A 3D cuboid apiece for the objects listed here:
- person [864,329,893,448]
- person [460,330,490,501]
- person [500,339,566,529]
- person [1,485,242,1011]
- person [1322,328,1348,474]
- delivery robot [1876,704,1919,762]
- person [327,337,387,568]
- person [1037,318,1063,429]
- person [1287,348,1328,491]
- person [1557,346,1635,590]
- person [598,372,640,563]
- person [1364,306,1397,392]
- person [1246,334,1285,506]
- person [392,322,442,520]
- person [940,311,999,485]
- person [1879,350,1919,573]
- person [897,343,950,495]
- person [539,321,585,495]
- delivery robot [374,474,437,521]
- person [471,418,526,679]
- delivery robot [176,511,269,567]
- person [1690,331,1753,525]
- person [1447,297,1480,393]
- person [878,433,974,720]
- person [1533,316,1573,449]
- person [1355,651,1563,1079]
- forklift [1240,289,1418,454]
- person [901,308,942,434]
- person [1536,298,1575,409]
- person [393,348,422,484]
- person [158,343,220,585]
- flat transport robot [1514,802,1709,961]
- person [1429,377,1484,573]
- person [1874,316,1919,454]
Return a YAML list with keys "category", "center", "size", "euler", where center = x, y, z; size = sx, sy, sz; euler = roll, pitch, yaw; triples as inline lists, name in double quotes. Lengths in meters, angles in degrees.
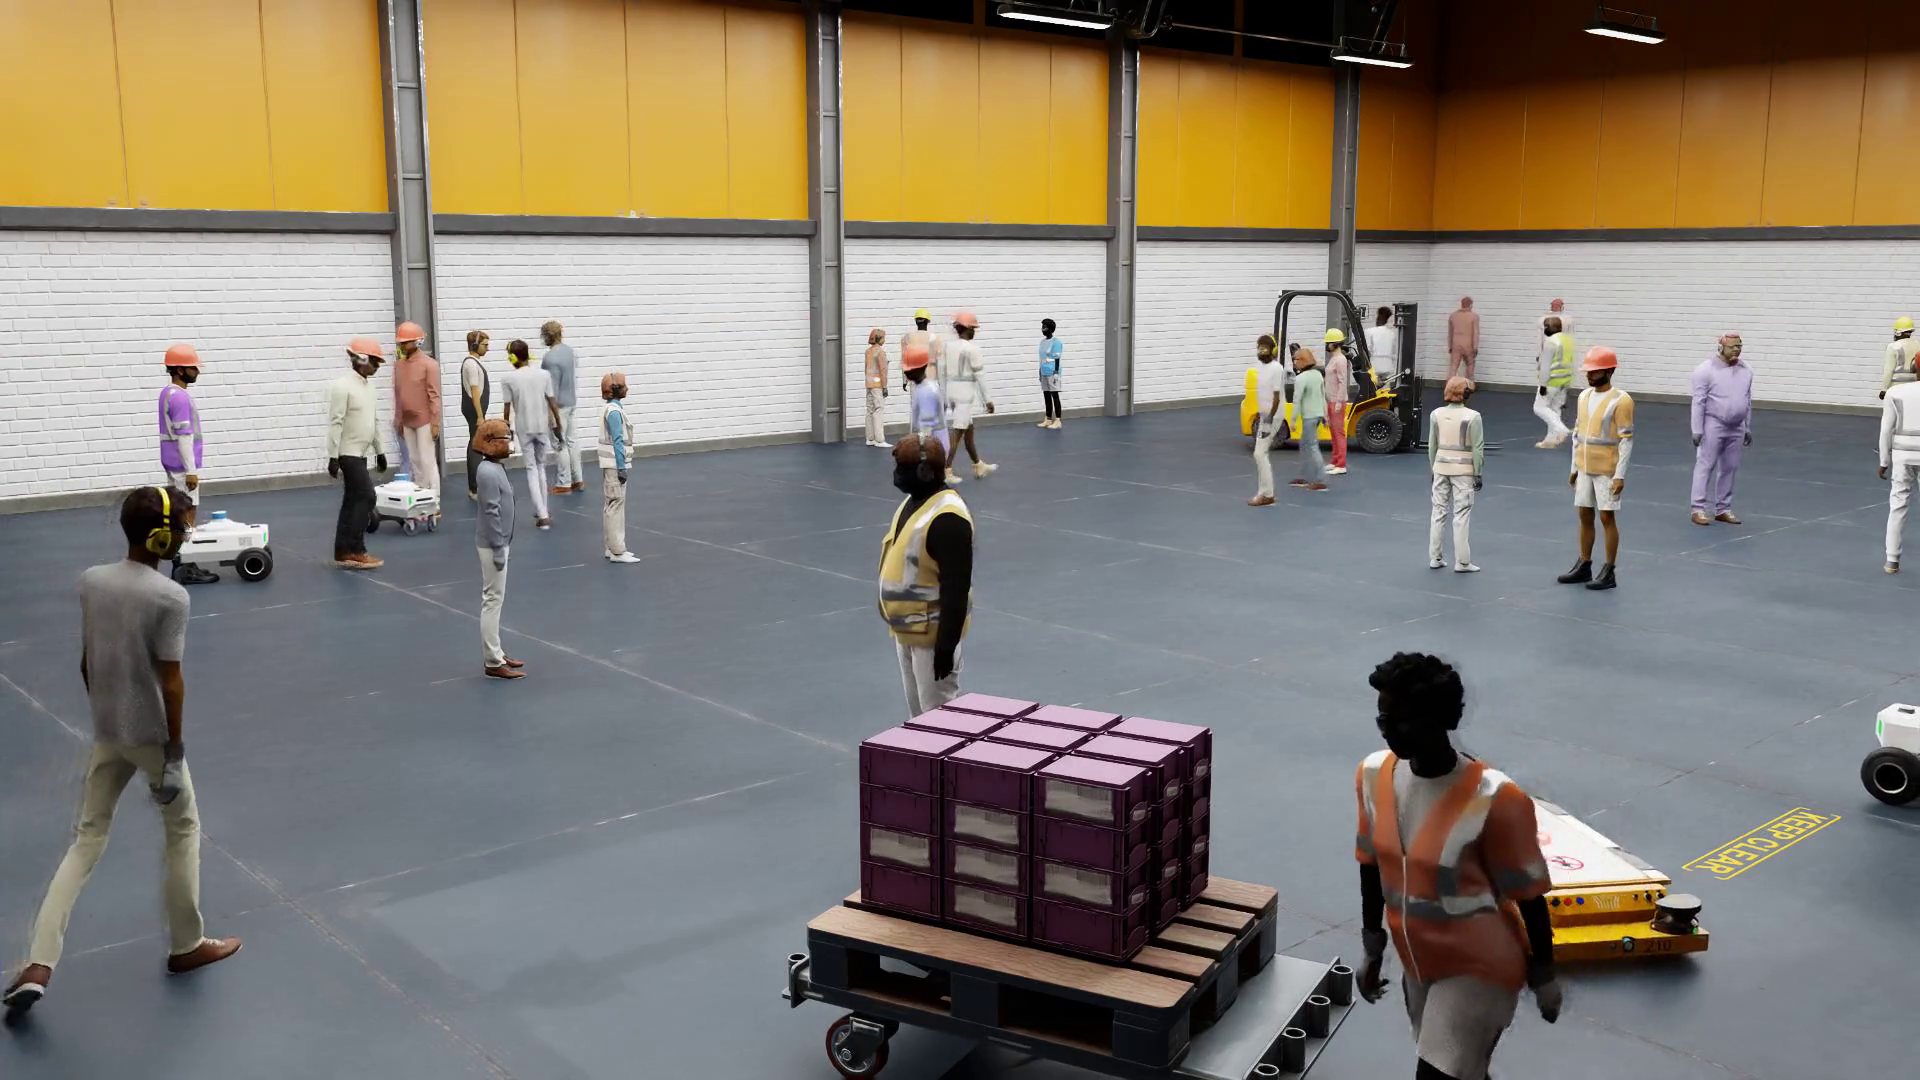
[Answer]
- category: "person"
  center: [-1.151, -2.093, 22.972]
  size: [0.311, 1.639, 0.513]
  euler: [-6, 11, -30]
- category: "person"
  center: [-5.216, -1.346, 18.002]
  size: [0.345, 1.842, 0.504]
  euler: [-4, 10, -20]
- category: "person"
  center: [-4.200, -1.040, 16.257]
  size: [0.588, 1.828, 0.752]
  euler: [-6, 11, -30]
- category: "person"
  center: [-2.997, 0.734, 5.877]
  size: [0.541, 1.838, 0.772]
  euler: [3, 10, 15]
- category: "person"
  center: [4.530, -1.674, 20.152]
  size: [0.322, 1.765, 0.533]
  euler: [0, 10, 0]
- category: "delivery robot"
  center: [4.802, 0.967, 7.950]
  size: [0.477, 0.478, 0.707]
  euler: [-9, 13, -43]
- category: "person"
  center: [-5.101, -0.733, 14.100]
  size: [0.594, 1.948, 0.639]
  euler: [0, 10, -1]
- category: "person"
  center: [1.376, -2.542, 25.461]
  size: [0.320, 1.690, 0.535]
  euler: [-6, 11, -29]
- category: "person"
  center: [3.898, -1.365, 18.792]
  size: [0.695, 1.593, 0.515]
  euler: [9, 13, 41]
- category: "person"
  center: [5.042, -0.571, 13.194]
  size: [0.377, 1.932, 0.552]
  euler: [-4, 11, -23]
- category: "person"
  center: [-2.963, -0.624, 14.352]
  size: [0.308, 1.645, 0.515]
  euler: [-3, 10, -19]
- category: "person"
  center: [6.074, -2.454, 24.319]
  size: [0.668, 1.900, 0.852]
  euler: [-2, 10, -10]
- category: "person"
  center: [3.225, -1.254, 17.517]
  size: [0.390, 1.832, 0.522]
  euler: [-3, 10, -15]
- category: "person"
  center: [-5.469, -1.184, 16.683]
  size: [0.629, 1.978, 0.476]
  euler: [6, 12, 33]
- category: "person"
  center: [0.131, -1.651, 19.327]
  size: [1.005, 1.996, 0.616]
  euler: [-6, 11, -32]
- category: "person"
  center: [7.936, -0.646, 13.782]
  size: [0.575, 1.882, 0.361]
  euler: [8, 12, 38]
- category: "person"
  center: [-0.264, -0.763, 14.429]
  size: [0.602, 1.890, 0.559]
  euler: [-2, 10, -10]
- category: "person"
  center: [-4.389, -1.448, 18.382]
  size: [0.439, 1.926, 0.683]
  euler: [1, 10, 6]
- category: "delivery robot"
  center: [-5.331, -0.387, 15.878]
  size: [0.707, 0.478, 0.477]
  euler: [7, 12, 35]
- category: "person"
  center: [-2.902, 0.048, 10.447]
  size: [0.278, 1.634, 0.497]
  euler: [-2, 10, -13]
- category: "delivery robot"
  center: [-6.019, 0.009, 13.555]
  size: [0.707, 0.478, 0.477]
  euler: [-4, 11, -22]
- category: "person"
  center: [7.501, -1.095, 16.344]
  size: [0.651, 1.905, 0.403]
  euler: [-2, 10, -12]
- category: "person"
  center: [9.663, -3.727, 31.915]
  size: [0.659, 1.860, 0.980]
  euler: [8, 13, 40]
- category: "person"
  center: [-0.161, 0.425, 7.642]
  size: [0.429, 1.841, 0.635]
  euler: [-3, 10, -18]
- category: "person"
  center: [8.113, -2.131, 22.653]
  size: [0.507, 1.822, 0.656]
  euler: [10, 14, 44]
- category: "person"
  center: [1.321, 1.081, 4.363]
  size: [0.732, 1.644, 0.527]
  euler: [-5, 11, -26]
- category: "forklift"
  center: [5.034, -2.339, 22.783]
  size: [2.313, 2.155, 1.214]
  euler: [3, 10, 16]
- category: "person"
  center: [-0.521, -2.245, 23.044]
  size: [0.586, 1.917, 0.380]
  euler: [2, 10, 9]
- category: "person"
  center: [10.314, -3.226, 28.822]
  size: [0.638, 1.908, 0.409]
  euler: [5, 11, 27]
- category: "person"
  center: [-5.674, -1.168, 17.236]
  size: [0.368, 1.751, 0.534]
  euler: [0, 10, -2]
- category: "person"
  center: [-6.238, -0.613, 13.428]
  size: [0.377, 1.936, 0.549]
  euler: [-7, 12, -34]
- category: "flat transport robot"
  center: [2.370, 1.343, 6.852]
  size: [0.652, 0.197, 1.431]
  euler: [-1, 10, -9]
- category: "person"
  center: [4.138, -0.543, 13.903]
  size: [0.307, 1.637, 0.511]
  euler: [-8, 13, -39]
- category: "person"
  center: [12.521, -2.058, 22.186]
  size: [0.591, 1.837, 0.403]
  euler: [-3, 10, -19]
